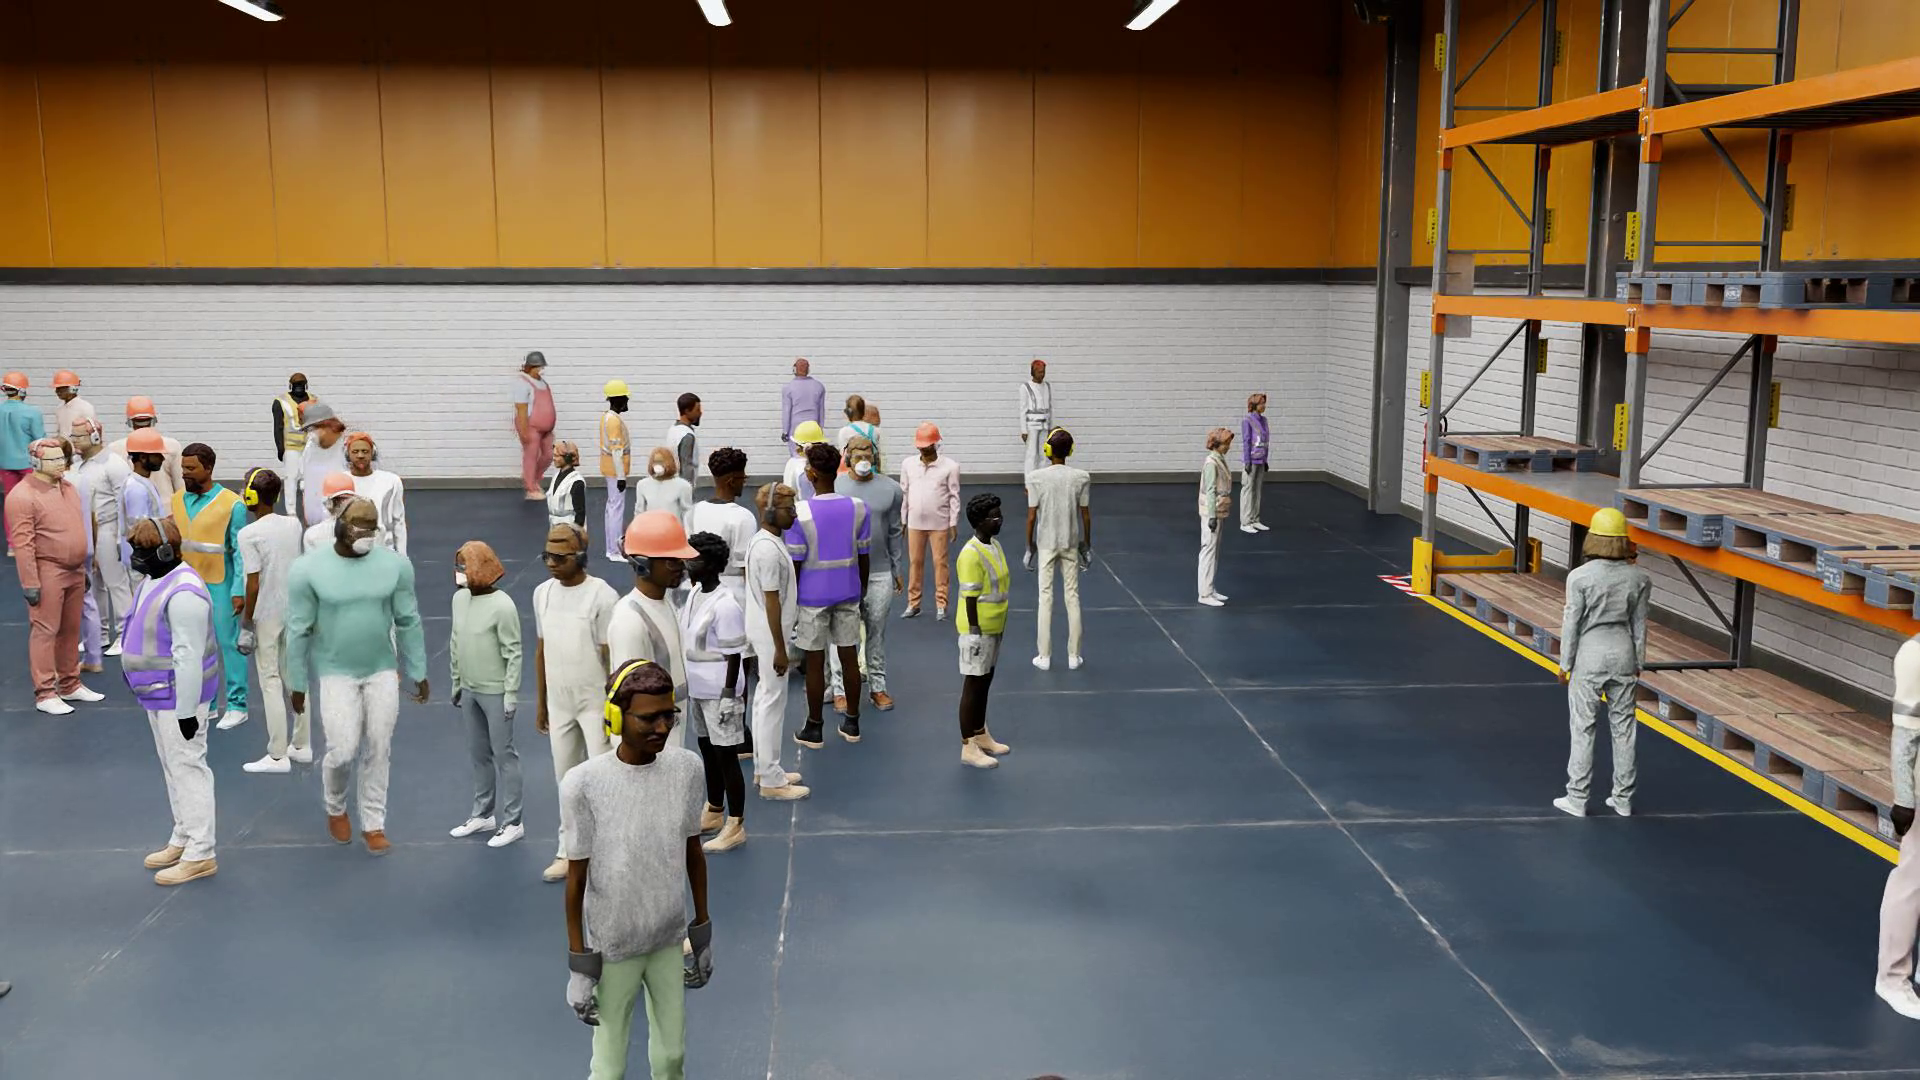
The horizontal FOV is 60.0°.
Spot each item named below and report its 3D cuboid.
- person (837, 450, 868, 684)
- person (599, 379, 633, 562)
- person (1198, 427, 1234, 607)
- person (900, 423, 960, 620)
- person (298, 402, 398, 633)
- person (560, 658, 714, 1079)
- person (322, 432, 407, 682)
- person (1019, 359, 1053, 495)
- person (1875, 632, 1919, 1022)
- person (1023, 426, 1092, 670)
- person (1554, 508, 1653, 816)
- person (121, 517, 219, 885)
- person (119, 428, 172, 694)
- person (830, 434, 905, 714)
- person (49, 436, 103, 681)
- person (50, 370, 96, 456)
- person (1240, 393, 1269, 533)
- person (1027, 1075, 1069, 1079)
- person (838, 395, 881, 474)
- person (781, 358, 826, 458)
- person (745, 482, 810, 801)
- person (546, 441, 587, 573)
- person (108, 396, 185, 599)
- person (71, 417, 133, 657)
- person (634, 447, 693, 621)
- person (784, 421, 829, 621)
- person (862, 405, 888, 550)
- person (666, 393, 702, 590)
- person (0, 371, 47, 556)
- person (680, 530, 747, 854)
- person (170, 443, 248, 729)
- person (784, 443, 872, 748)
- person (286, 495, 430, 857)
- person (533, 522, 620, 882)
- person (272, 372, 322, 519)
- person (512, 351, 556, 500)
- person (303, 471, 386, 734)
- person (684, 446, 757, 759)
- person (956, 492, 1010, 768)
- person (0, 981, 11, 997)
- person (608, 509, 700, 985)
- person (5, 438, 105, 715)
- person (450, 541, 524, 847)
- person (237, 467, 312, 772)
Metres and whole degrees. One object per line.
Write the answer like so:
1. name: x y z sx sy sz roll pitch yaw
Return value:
1. person: -0.771 0.198 12.348 0.345 1.739 0.574 -1 9 -4
2. person: -3.618 -0.730 17.587 0.363 1.930 0.588 -3 10 -18
3. person: 2.344 -0.221 15.296 0.310 1.640 0.523 3 9 16
4. person: -0.282 -0.161 14.600 0.561 1.742 0.338 2 9 15
5. person: -5.153 -0.179 13.782 0.787 2.000 0.539 4 10 22
6. person: -0.994 1.280 5.198 0.511 1.860 0.332 -7 12 -38
7. person: -4.379 0.141 12.260 0.587 1.883 0.342 -3 10 -20
8. person: 1.059 -1.539 22.842 0.589 1.878 0.372 -8 12 -42
9. person: 4.054 0.993 6.776 0.594 1.924 0.382 -3 10 -20
10. person: 0.748 0.063 12.776 0.535 1.875 0.314 -1 9 -4
11. person: 3.594 0.683 9.322 0.485 1.739 0.314 0 9 -3
12. person: -3.953 0.792 8.348 0.429 1.837 0.624 -7 11 -37
13. person: -5.881 0.146 12.091 0.379 1.928 0.544 -4 10 -23
14. person: -0.682 0.232 11.522 0.636 1.938 0.358 -3 10 -21
15. person: -6.676 0.136 12.462 0.359 1.834 0.524 3 9 16
16. person: -9.794 -0.890 18.443 0.622 1.986 0.424 5 10 30
17. person: 3.480 -0.911 19.627 0.309 1.643 0.514 7 11 36
18. person: 0.117 1.699 2.546 0.312 1.864 0.532 8 12 43
19. person: -0.988 -0.528 16.735 0.711 1.837 0.516 9 13 44
20. person: -2.141 -1.510 22.561 0.642 1.909 0.410 -6 11 -32
21. person: -1.067 0.582 9.622 0.337 1.843 0.514 -2 9 -13
22. person: -3.315 -0.027 14.082 0.307 1.641 0.513 -7 12 -38
23. person: -6.977 -0.243 14.320 0.611 1.997 0.375 -5 10 -27
24. person: -6.875 -0.025 13.234 0.652 1.906 0.402 4 10 23
25. person: -2.502 -0.010 14.126 0.510 1.592 0.872 2 9 14
26. person: -1.245 -0.072 13.757 0.404 1.831 0.600 -3 10 -20
27. person: -0.987 -0.661 18.111 0.510 1.629 0.291 6 11 34
28. person: -2.670 -0.464 16.024 0.406 1.905 0.607 -3 10 -20
29. person: -10.113 -0.815 17.920 0.624 1.992 0.390 0 9 1
30. person: -1.309 0.791 8.765 0.315 1.695 0.541 -5 11 -31
31. person: -5.020 0.302 11.145 0.587 1.920 0.392 3 10 18
32. person: -0.854 0.355 10.674 0.607 1.962 0.367 -5 10 -29
33. person: -3.126 0.708 8.628 0.665 1.908 0.451 -7 11 -37
34. person: -1.883 0.812 8.218 0.503 1.836 0.347 4 10 24
35. person: -8.085 -1.137 20.429 0.429 1.839 0.634 9 12 43
36. person: -5.706 -1.551 22.394 0.539 2.000 0.691 3 10 18
37. person: -4.036 0.419 10.925 0.341 1.752 0.563 8 12 42
38. person: -1.454 0.390 10.440 0.613 1.965 0.361 8 12 40
39. person: 0.147 0.547 10.302 0.316 1.696 0.540 3 9 17
40. person: -4.225 1.073 6.784 0.522 1.768 0.311 -1 9 -9
41. person: -1.292 0.878 7.141 0.393 2.041 0.613 0 9 2
42. person: -6.274 0.242 11.562 0.409 1.905 0.651 1 9 5
43. person: -2.528 0.810 8.845 0.507 1.631 0.265 7 11 36
44. person: -4.205 0.486 10.144 0.329 1.872 0.508 3 9 17
